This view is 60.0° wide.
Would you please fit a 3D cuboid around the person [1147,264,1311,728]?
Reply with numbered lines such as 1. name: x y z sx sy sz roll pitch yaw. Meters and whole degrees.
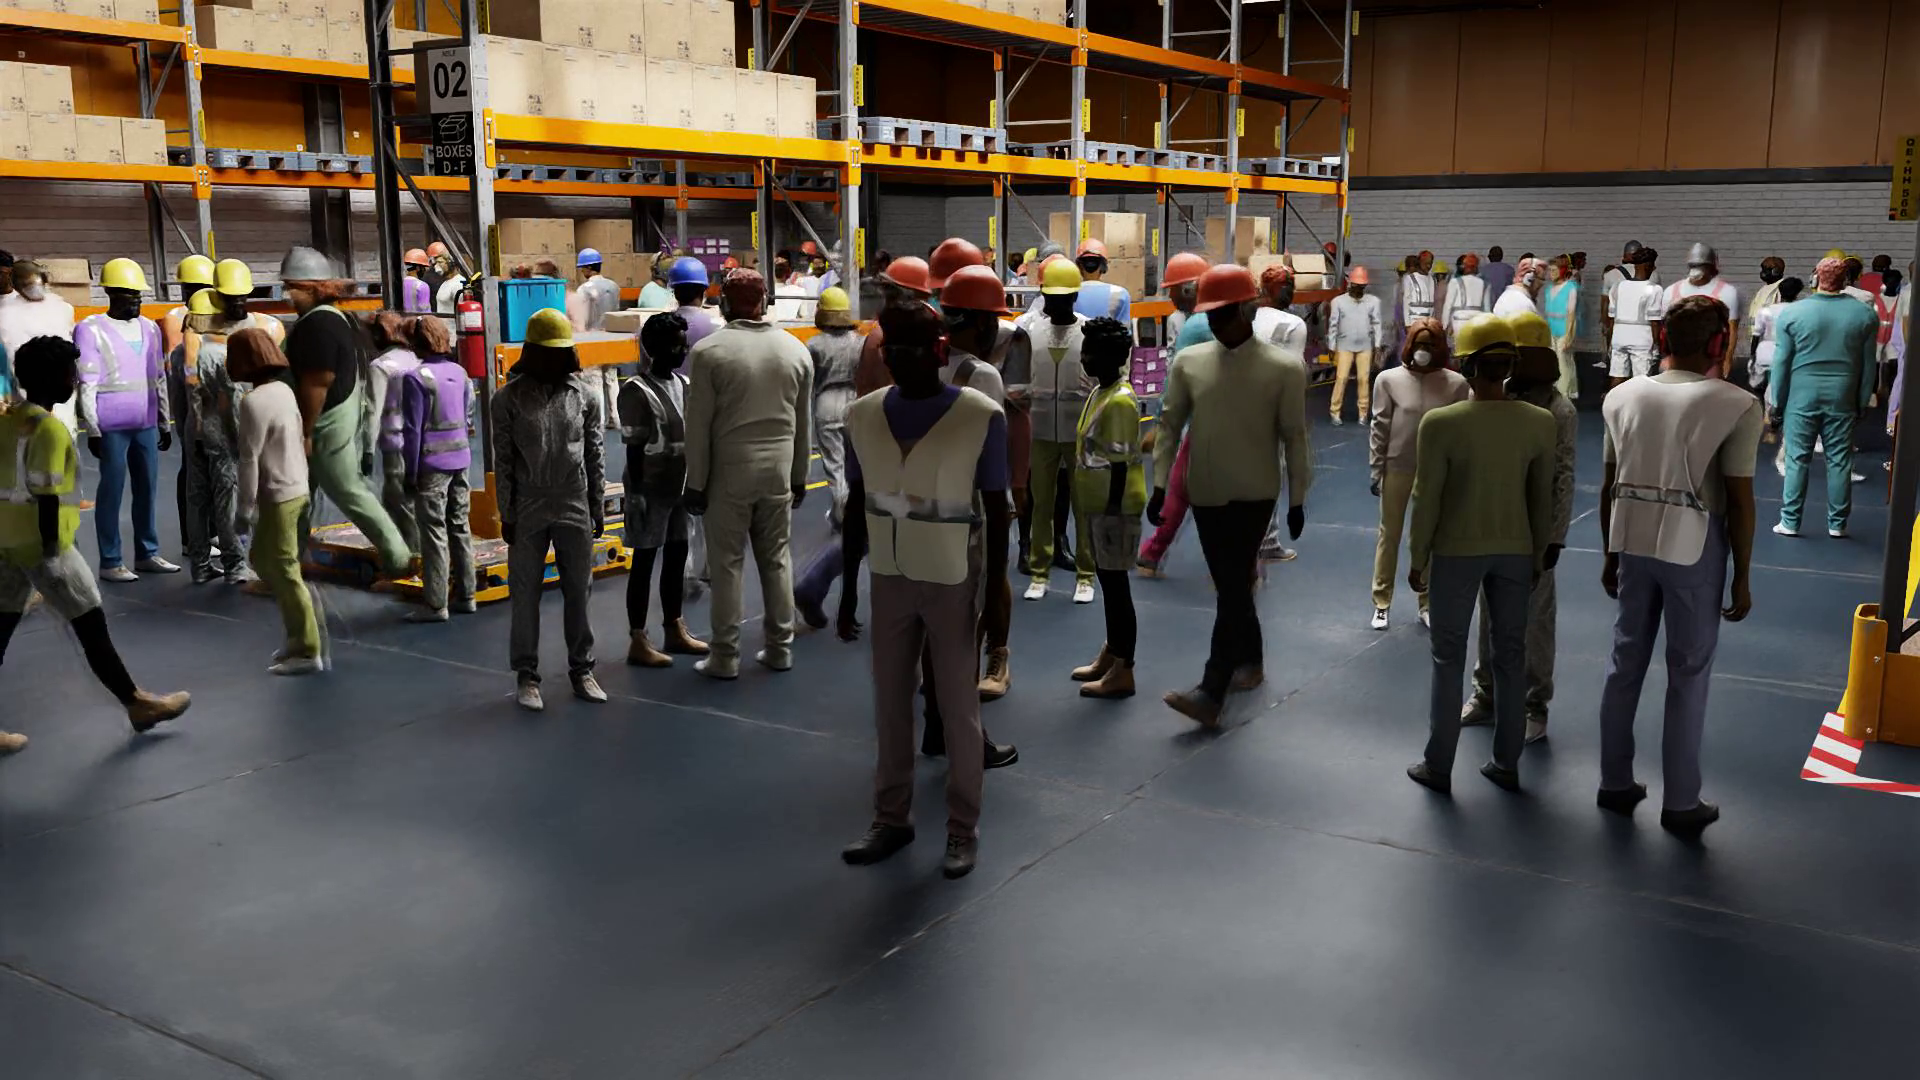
1. person: 1.139 -0.206 7.129 0.603 1.920 1.077 8 13 36

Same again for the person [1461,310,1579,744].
1. person: 2.235 -0.048 6.721 0.305 1.745 0.483 -6 12 -29

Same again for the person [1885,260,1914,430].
1. person: 10.079 -2.067 17.662 0.348 1.836 0.517 6 12 32

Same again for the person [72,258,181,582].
1. person: -4.947 -0.709 9.912 0.393 1.918 0.591 4 11 23

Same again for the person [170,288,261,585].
1. person: -4.397 -0.608 9.826 0.492 1.742 0.320 4 11 20

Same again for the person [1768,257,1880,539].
1. person: 5.847 -0.960 11.319 0.642 1.909 0.399 3 11 16

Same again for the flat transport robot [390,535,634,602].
1. flat transport robot: -2.571 0.126 9.836 0.652 0.197 1.431 7 12 32

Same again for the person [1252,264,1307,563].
1. person: 1.946 -0.796 10.533 0.369 1.873 0.591 -7 13 -35

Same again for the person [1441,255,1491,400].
1. person: 6.431 -2.675 21.062 0.632 1.849 0.839 -3 11 -17

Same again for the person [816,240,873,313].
1. person: -1.257 -2.241 18.050 0.702 2.000 0.535 2 11 13

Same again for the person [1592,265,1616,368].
1. person: 10.300 -3.550 26.445 0.278 1.632 0.528 0 10 -1

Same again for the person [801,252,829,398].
1. person: -1.784 -2.739 21.278 0.521 1.873 0.335 0 10 -1

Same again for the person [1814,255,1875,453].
1. person: 8.390 -1.757 15.826 0.528 1.876 0.323 6 12 31

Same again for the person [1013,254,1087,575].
1. person: 0.573 -0.752 10.085 0.551 1.935 0.375 -5 11 -25

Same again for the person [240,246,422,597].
1. person: -3.573 -0.681 9.406 0.991 2.000 0.690 -4 11 -22

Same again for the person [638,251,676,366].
1. person: -2.664 -1.576 14.713 0.392 1.927 0.643 0 10 -1

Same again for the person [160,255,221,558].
1. person: -4.857 -0.858 10.702 0.383 1.924 0.594 0 10 3

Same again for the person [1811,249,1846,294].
1. person: 10.780 -2.653 20.693 0.582 1.916 0.402 -9 13 -40

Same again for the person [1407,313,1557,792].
1. person: 1.900 0.055 6.111 0.525 1.760 0.341 -1 10 -5

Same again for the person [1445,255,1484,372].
1. person: 7.569 -3.429 25.318 0.860 1.785 0.719 -8 13 -39

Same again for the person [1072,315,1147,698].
1. person: 0.666 -0.148 7.426 0.319 1.694 0.535 -1 10 -3

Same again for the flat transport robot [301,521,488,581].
1. flat transport robot: -3.577 0.065 10.176 1.431 0.197 0.652 7 12 32

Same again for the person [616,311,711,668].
1. person: -1.420 -0.244 7.952 0.320 1.695 0.533 6 12 28

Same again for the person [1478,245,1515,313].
1. person: 8.477 -3.694 26.398 0.625 1.934 0.373 -1 10 -4

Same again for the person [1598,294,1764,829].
1. person: 2.453 0.079 5.761 0.390 1.837 0.561 -7 12 -35

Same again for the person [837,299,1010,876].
1. person: -0.110 0.154 5.368 0.622 1.838 0.383 5 12 27

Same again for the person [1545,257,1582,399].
1. person: 6.937 -2.350 19.262 0.474 1.823 0.562 -3 11 -17

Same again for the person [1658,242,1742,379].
1. person: 6.721 -1.720 15.160 0.690 2.000 0.819 8 13 39

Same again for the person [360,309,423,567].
1. person: -3.264 -0.522 9.661 0.445 1.617 0.626 2 10 10

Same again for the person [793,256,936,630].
1. person: -0.452 -0.465 8.493 0.884 1.953 0.667 0 10 0

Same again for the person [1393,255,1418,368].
1. person: 6.416 -3.180 23.926 0.321 1.809 0.643 3 11 16

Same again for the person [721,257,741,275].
1. person: -3.467 -3.422 25.375 0.318 1.755 0.569 -1 10 -6

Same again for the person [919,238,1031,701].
1. person: 0.009 -0.302 7.354 0.611 2.030 0.410 4 11 21

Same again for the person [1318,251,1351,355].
1. person: 6.618 -4.113 28.966 0.889 1.851 0.587 1 10 4

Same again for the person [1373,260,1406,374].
1. person: 6.478 -3.255 24.529 0.841 1.739 0.530 9 13 40

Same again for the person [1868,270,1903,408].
1. person: 11.022 -2.371 19.815 0.541 1.666 0.810 5 11 26
